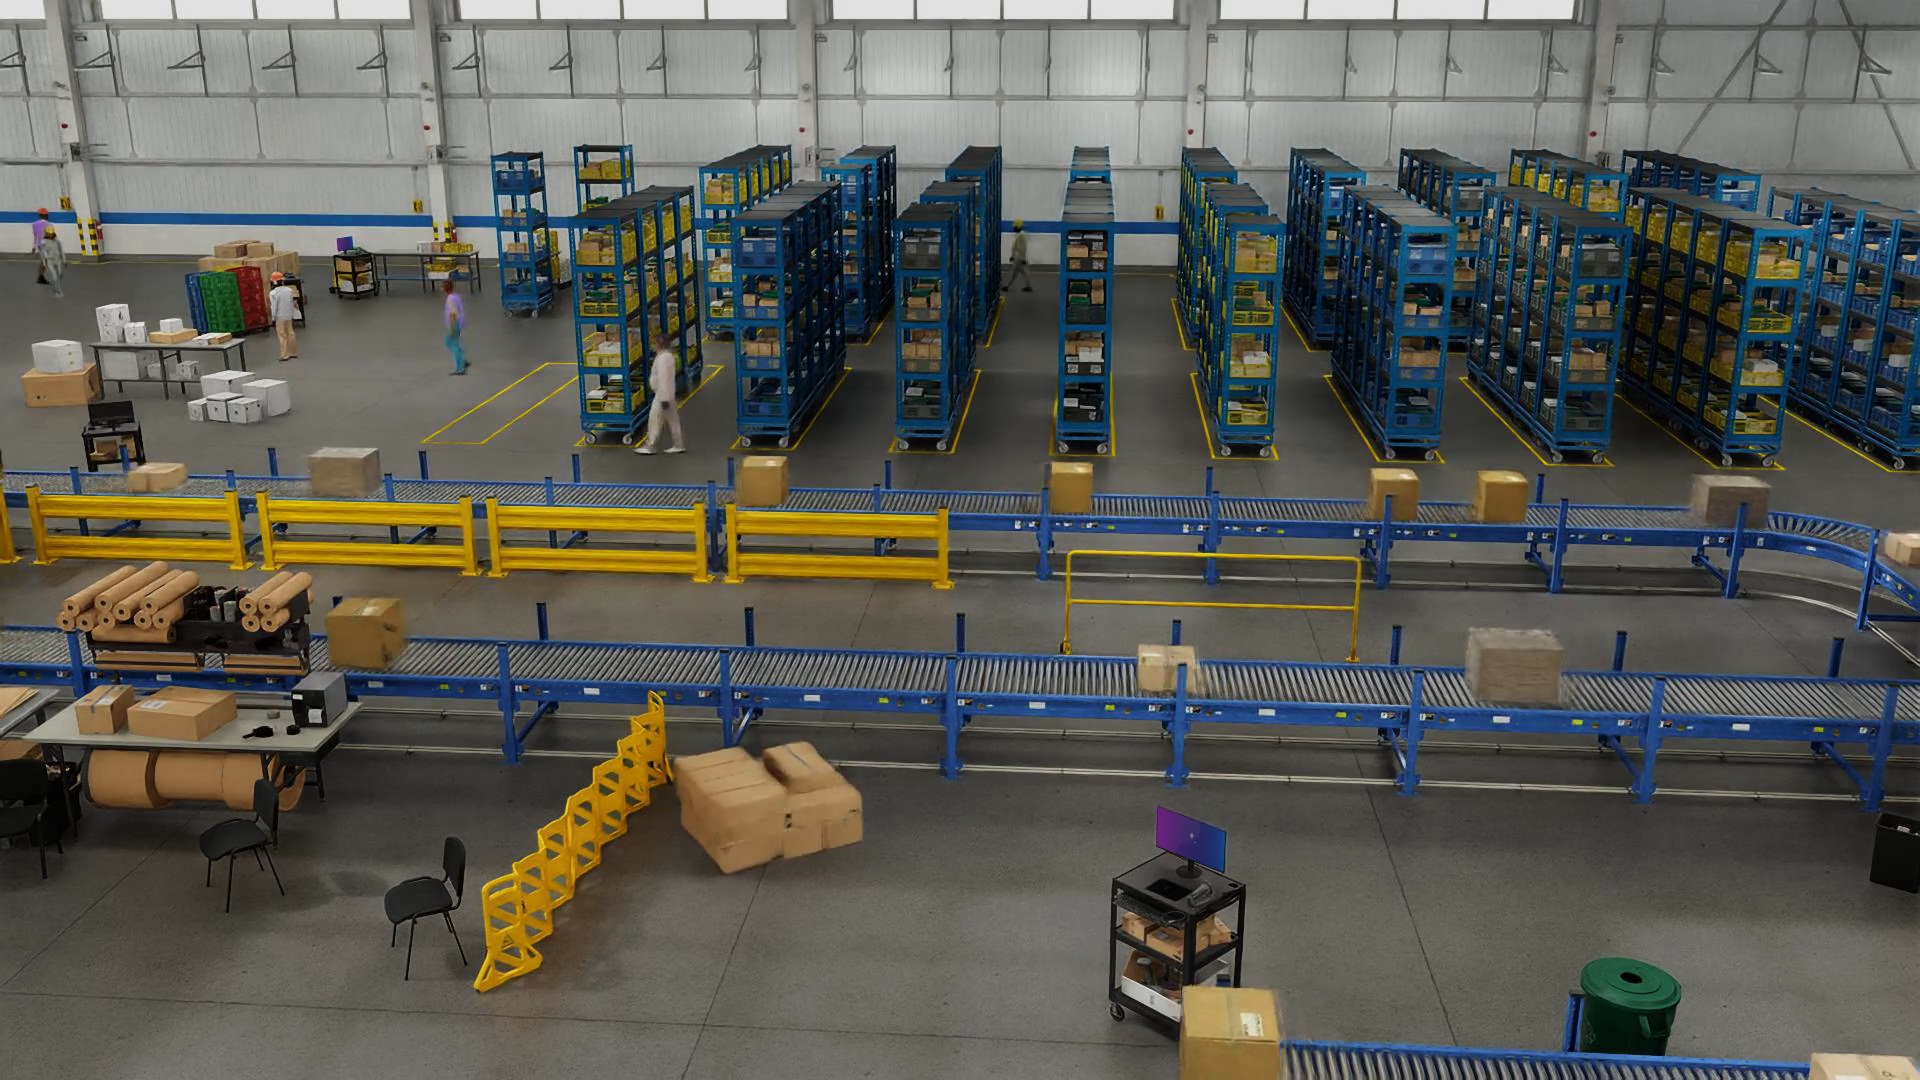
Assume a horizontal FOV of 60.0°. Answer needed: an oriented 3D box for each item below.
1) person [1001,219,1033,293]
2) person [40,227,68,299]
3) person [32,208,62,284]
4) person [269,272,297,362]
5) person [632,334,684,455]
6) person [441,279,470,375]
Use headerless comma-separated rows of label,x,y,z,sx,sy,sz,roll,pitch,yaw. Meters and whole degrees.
person,1.364,-6.942,40.664,0.943,1.778,0.609,-2,18,-7
person,-21.610,-6.626,39.776,0.849,1.701,0.508,13,21,35
person,-23.234,-7.462,42.223,0.603,1.864,1.078,4,18,12
person,-13.280,-4.376,32.573,0.332,1.750,0.573,7,19,20
person,-4.684,-2.232,25.567,0.873,1.872,0.683,0,17,0
person,-9.517,-4.003,31.267,0.448,1.827,0.602,-3,18,-10
